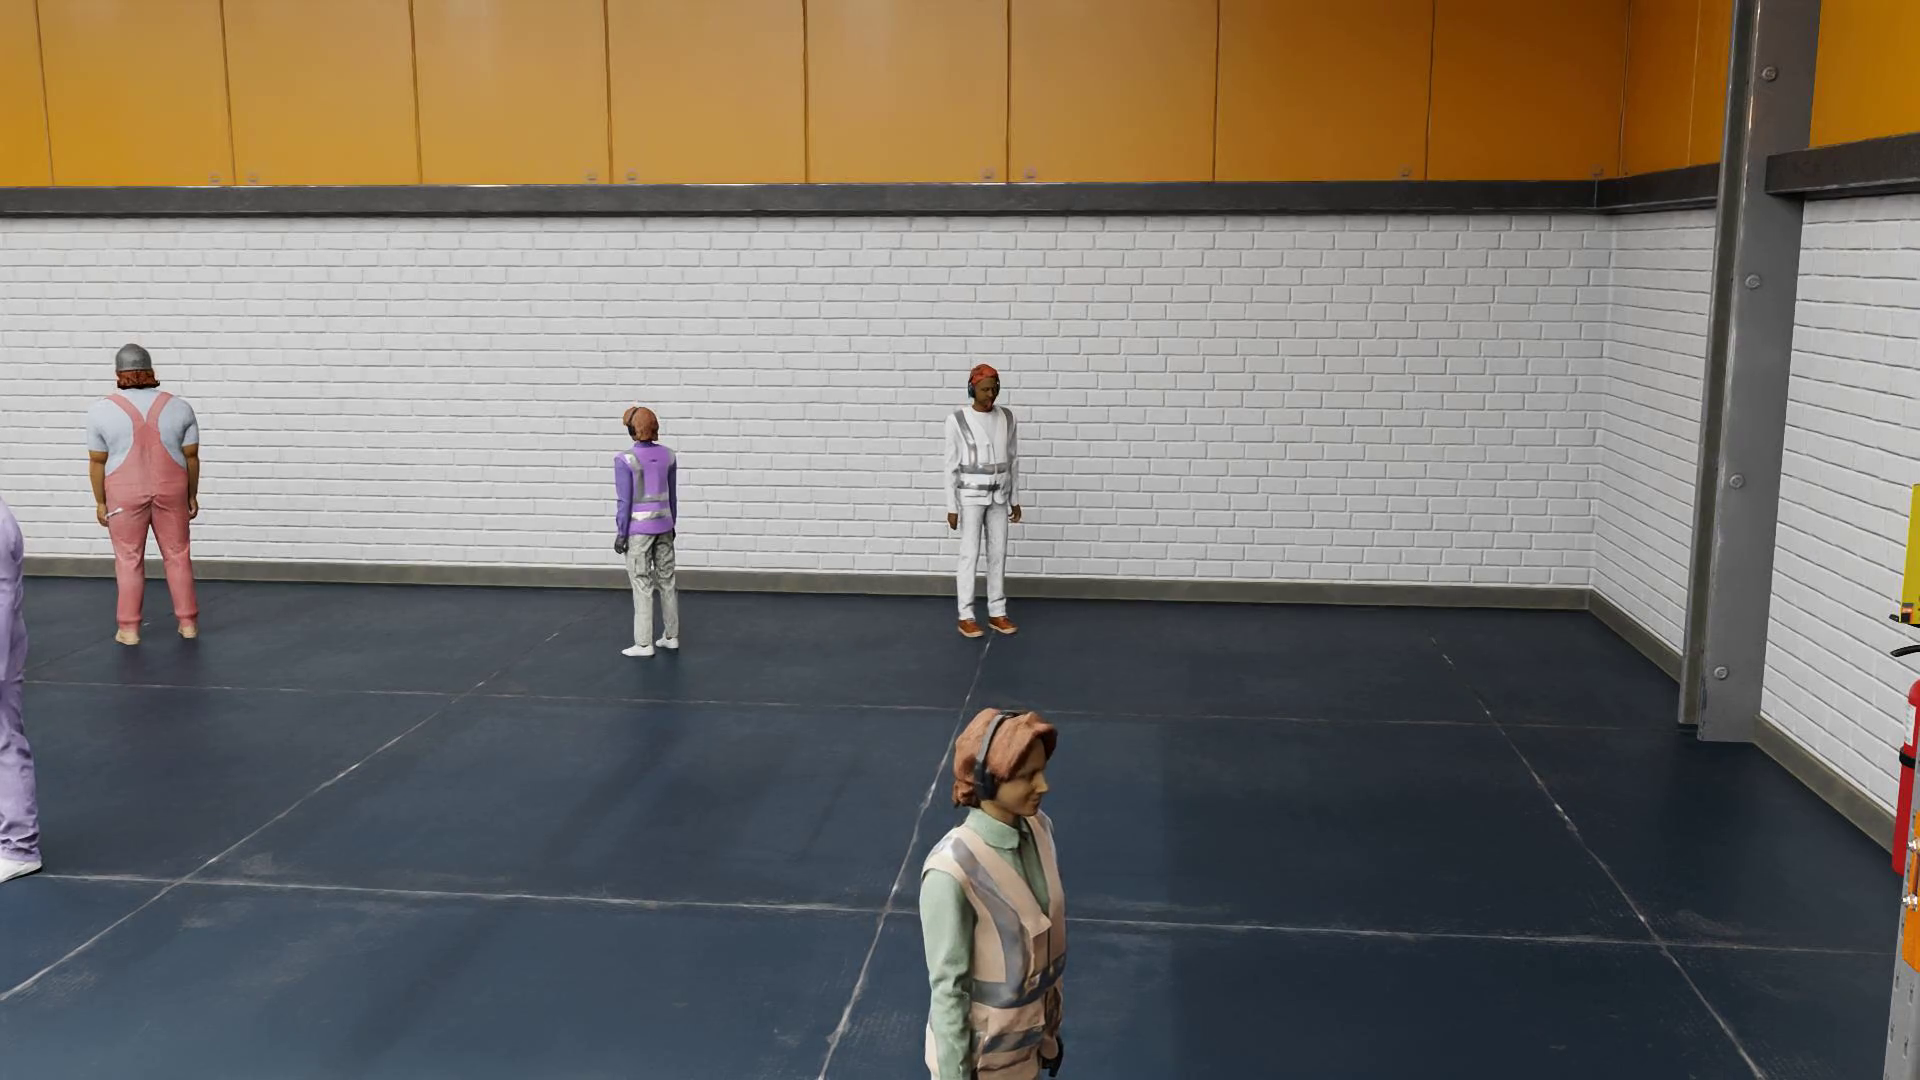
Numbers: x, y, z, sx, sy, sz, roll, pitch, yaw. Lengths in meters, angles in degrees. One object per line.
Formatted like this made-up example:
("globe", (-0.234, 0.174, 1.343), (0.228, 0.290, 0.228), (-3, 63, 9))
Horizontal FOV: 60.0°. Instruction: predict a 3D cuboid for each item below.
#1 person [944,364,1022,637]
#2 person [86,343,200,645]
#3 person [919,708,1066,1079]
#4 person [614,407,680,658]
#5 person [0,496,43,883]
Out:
("person", (0.159, -0.269, 11.425), (0.583, 1.879, 0.365), (-6, 12, -32))
("person", (-5.521, -0.326, 11.278), (0.683, 2.000, 0.535), (-7, 12, -34))
("person", (0.079, 1.183, 3.797), (0.309, 1.637, 0.512), (5, 11, 26))
("person", (-2.043, -0.051, 10.851), (0.310, 1.638, 0.523), (7, 12, 35))
("person", (-4.136, 0.489, 6.995), (0.409, 1.907, 0.649), (-7, 12, -35))
